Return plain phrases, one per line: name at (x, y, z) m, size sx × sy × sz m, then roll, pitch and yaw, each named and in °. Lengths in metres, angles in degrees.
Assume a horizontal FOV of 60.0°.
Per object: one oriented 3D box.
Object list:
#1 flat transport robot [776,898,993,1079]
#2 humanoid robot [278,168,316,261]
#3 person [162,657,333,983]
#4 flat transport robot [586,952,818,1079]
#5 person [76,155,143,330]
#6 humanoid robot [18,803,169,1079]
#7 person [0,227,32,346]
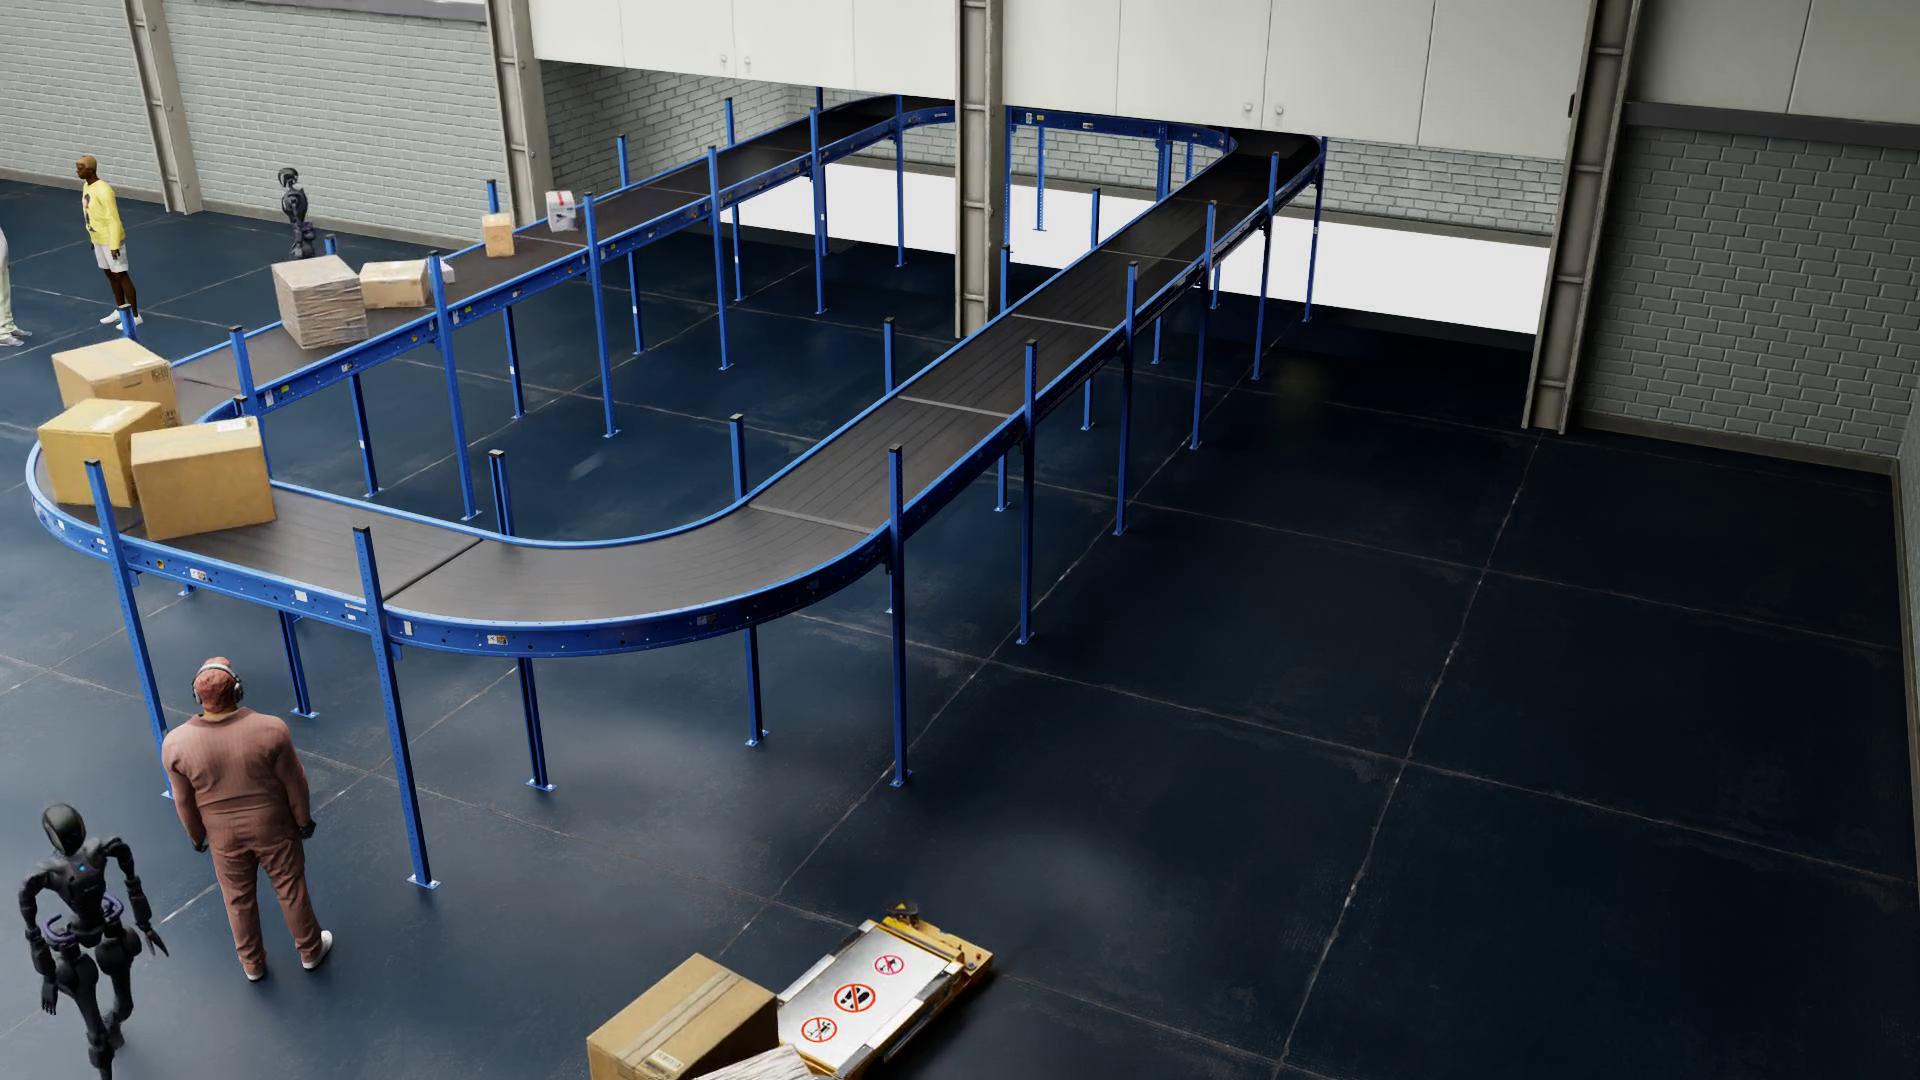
flat transport robot at (-0.498, 2.408, 8.624) m, size 0.659 × 0.231 × 1.431 m, roll 17°, pitch 31°, yaw 31°
humanoid robot at (-7.427, -3.342, 18.638) m, size 0.602 × 1.645 × 0.593 m, roll -10°, pitch 28°, yaw -19°
person at (-3.707, 1.463, 8.687) m, size 0.638 × 1.910 × 0.409 m, roll -7°, pitch 27°, yaw -13°
flat transport robot at (-1.104, 2.963, 7.505) m, size 1.431 × 0.231 × 0.659 m, roll -20°, pitch 33°, yaw -35°
person at (-9.358, -3.272, 18.237) m, size 0.548 × 1.899 × 0.375 m, roll 20°, pitch 33°, yaw 35°
humanoid robot at (-4.190, 1.952, 8.027) m, size 0.672 × 1.646 × 0.589 m, roll 18°, pitch 32°, yaw 33°
person at (-10.291, -2.959, 17.767) m, size 0.341 × 1.749 × 0.569 m, roll -5°, pitch 27°, yaw -10°
